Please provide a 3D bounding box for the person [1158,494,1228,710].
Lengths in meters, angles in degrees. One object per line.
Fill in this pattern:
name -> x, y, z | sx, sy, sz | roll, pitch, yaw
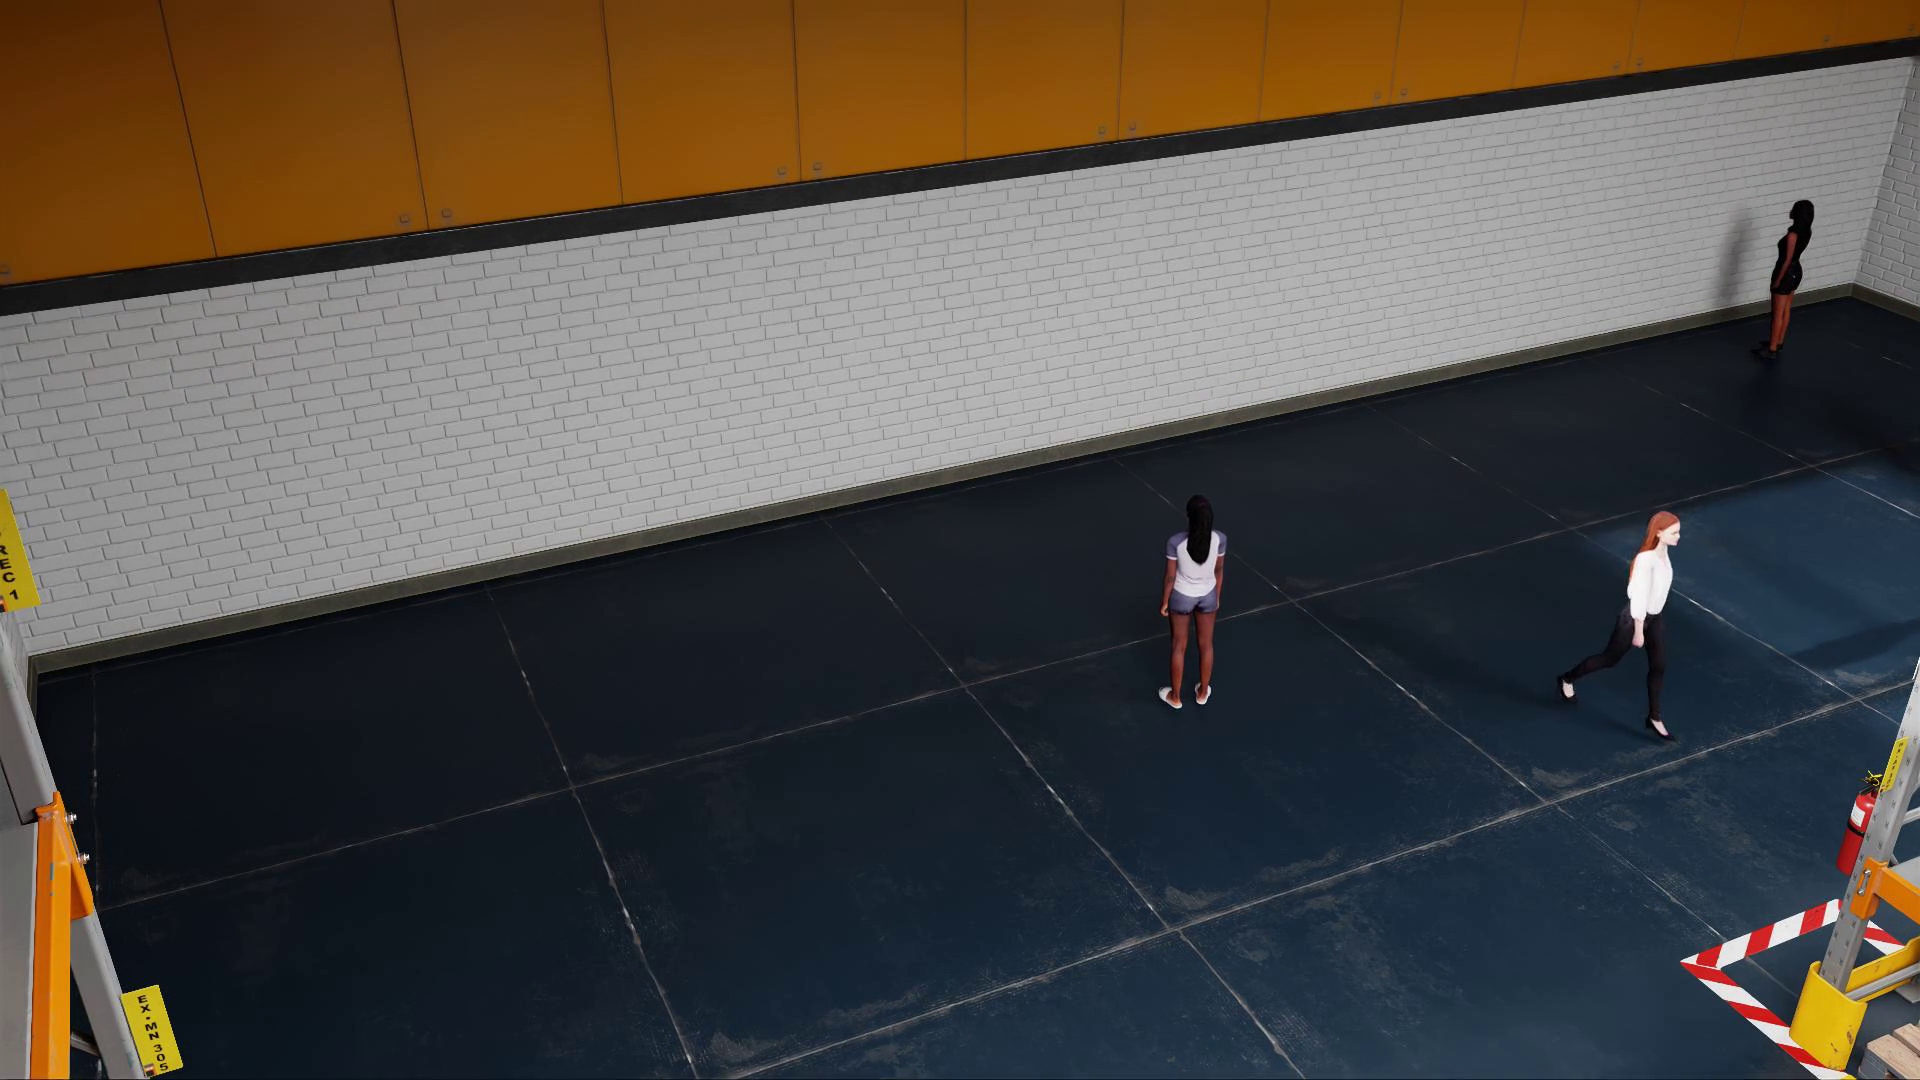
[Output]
person -> 1.685, 0.440, 12.067 | 0.663, 1.721, 0.644 | -5, 29, -9

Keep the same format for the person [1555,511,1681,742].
person -> 4.726, 0.578, 11.819 | 1.228, 1.718, 0.918 | 24, 36, 36

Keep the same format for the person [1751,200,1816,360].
person -> 8.972, -2.839, 18.060 | 0.646, 1.741, 0.666 | 22, 36, 35
